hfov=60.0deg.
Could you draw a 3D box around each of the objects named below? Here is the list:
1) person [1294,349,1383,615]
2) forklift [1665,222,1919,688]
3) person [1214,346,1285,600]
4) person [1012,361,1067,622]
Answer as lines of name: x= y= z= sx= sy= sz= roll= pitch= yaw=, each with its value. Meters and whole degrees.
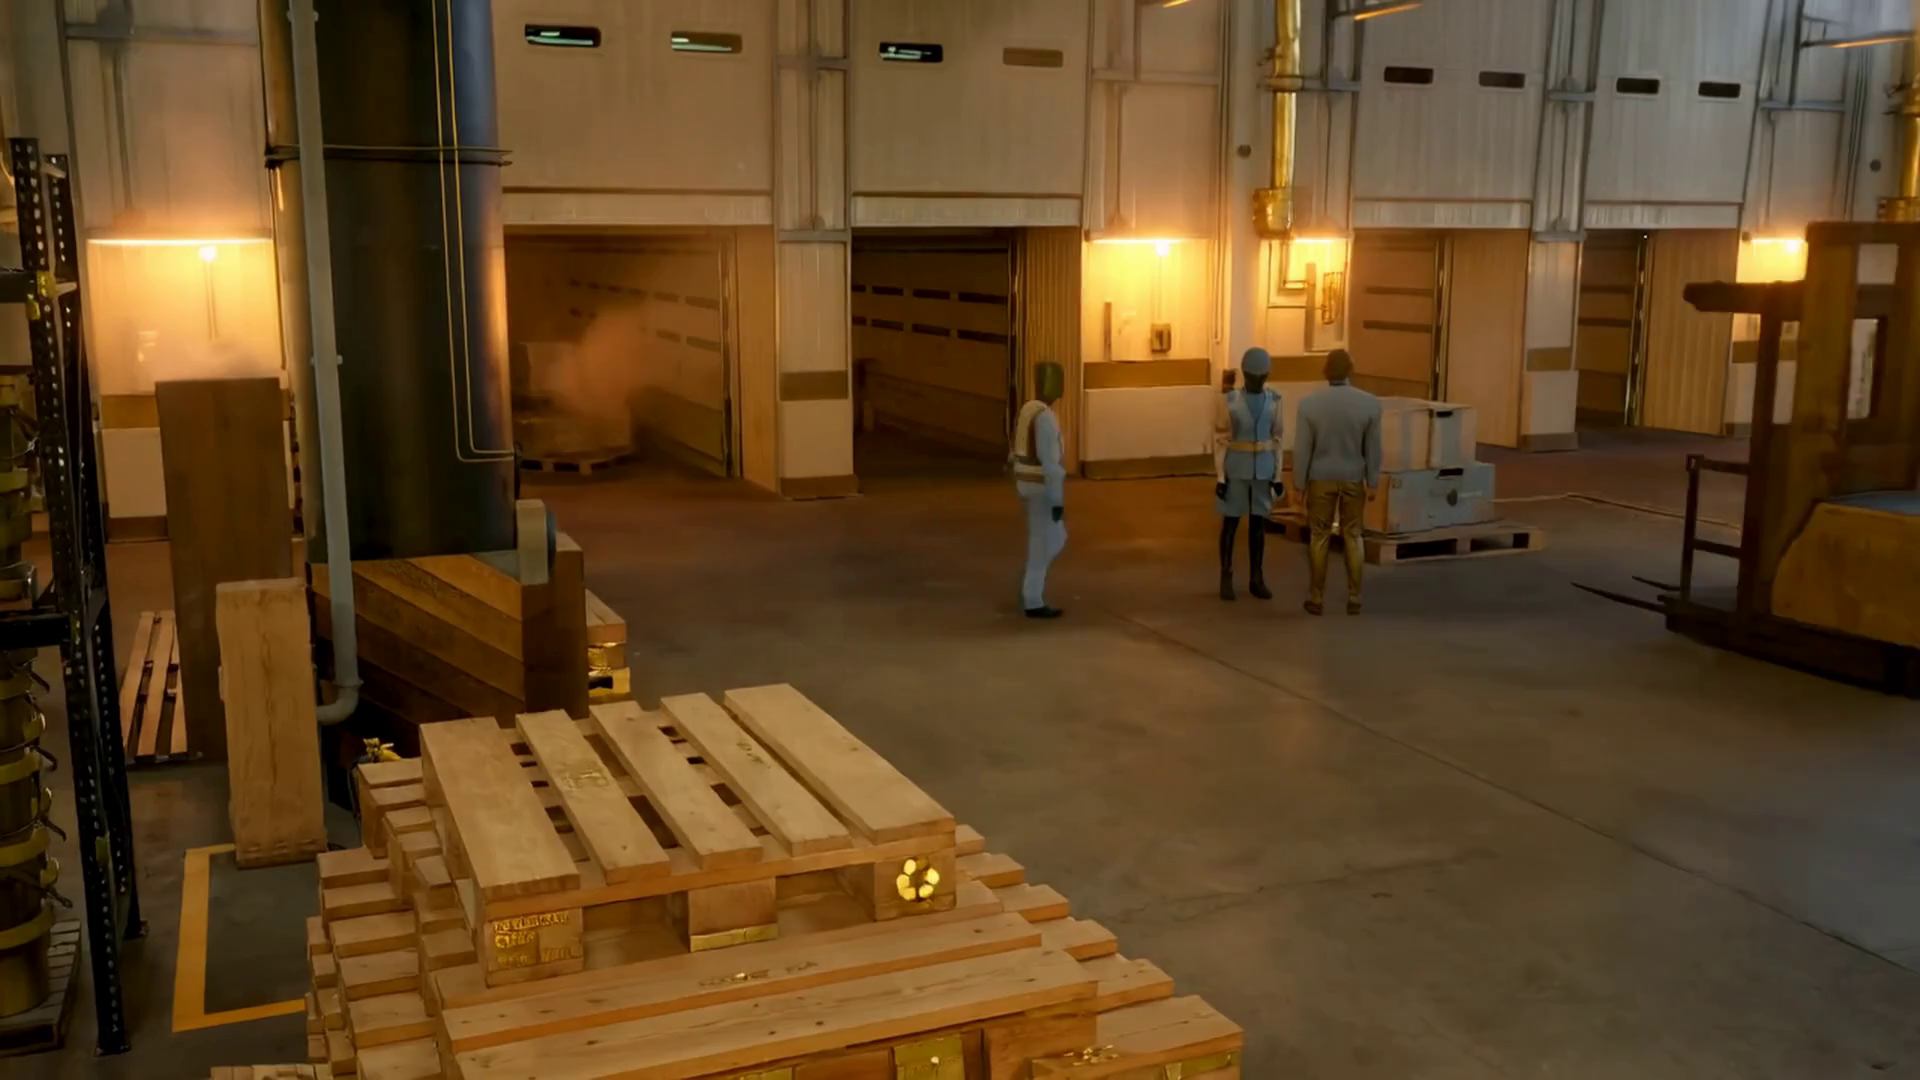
person: x=2.727 y=-0.412 z=12.068 sx=0.628 sy=1.935 sz=0.373 roll=1 pitch=10 yaw=5
forklift: x=5.764 y=-0.627 z=10.642 sx=1.129 sy=2.768 sz=1.873 roll=-4 pitch=11 yaw=-23
person: x=2.192 y=-0.500 z=12.563 sx=0.543 sy=1.931 sz=0.371 roll=-2 pitch=10 yaw=-9
person: x=0.606 y=-0.333 z=11.799 sx=0.417 sy=1.870 sz=0.614 roll=-2 pitch=10 yaw=-11
